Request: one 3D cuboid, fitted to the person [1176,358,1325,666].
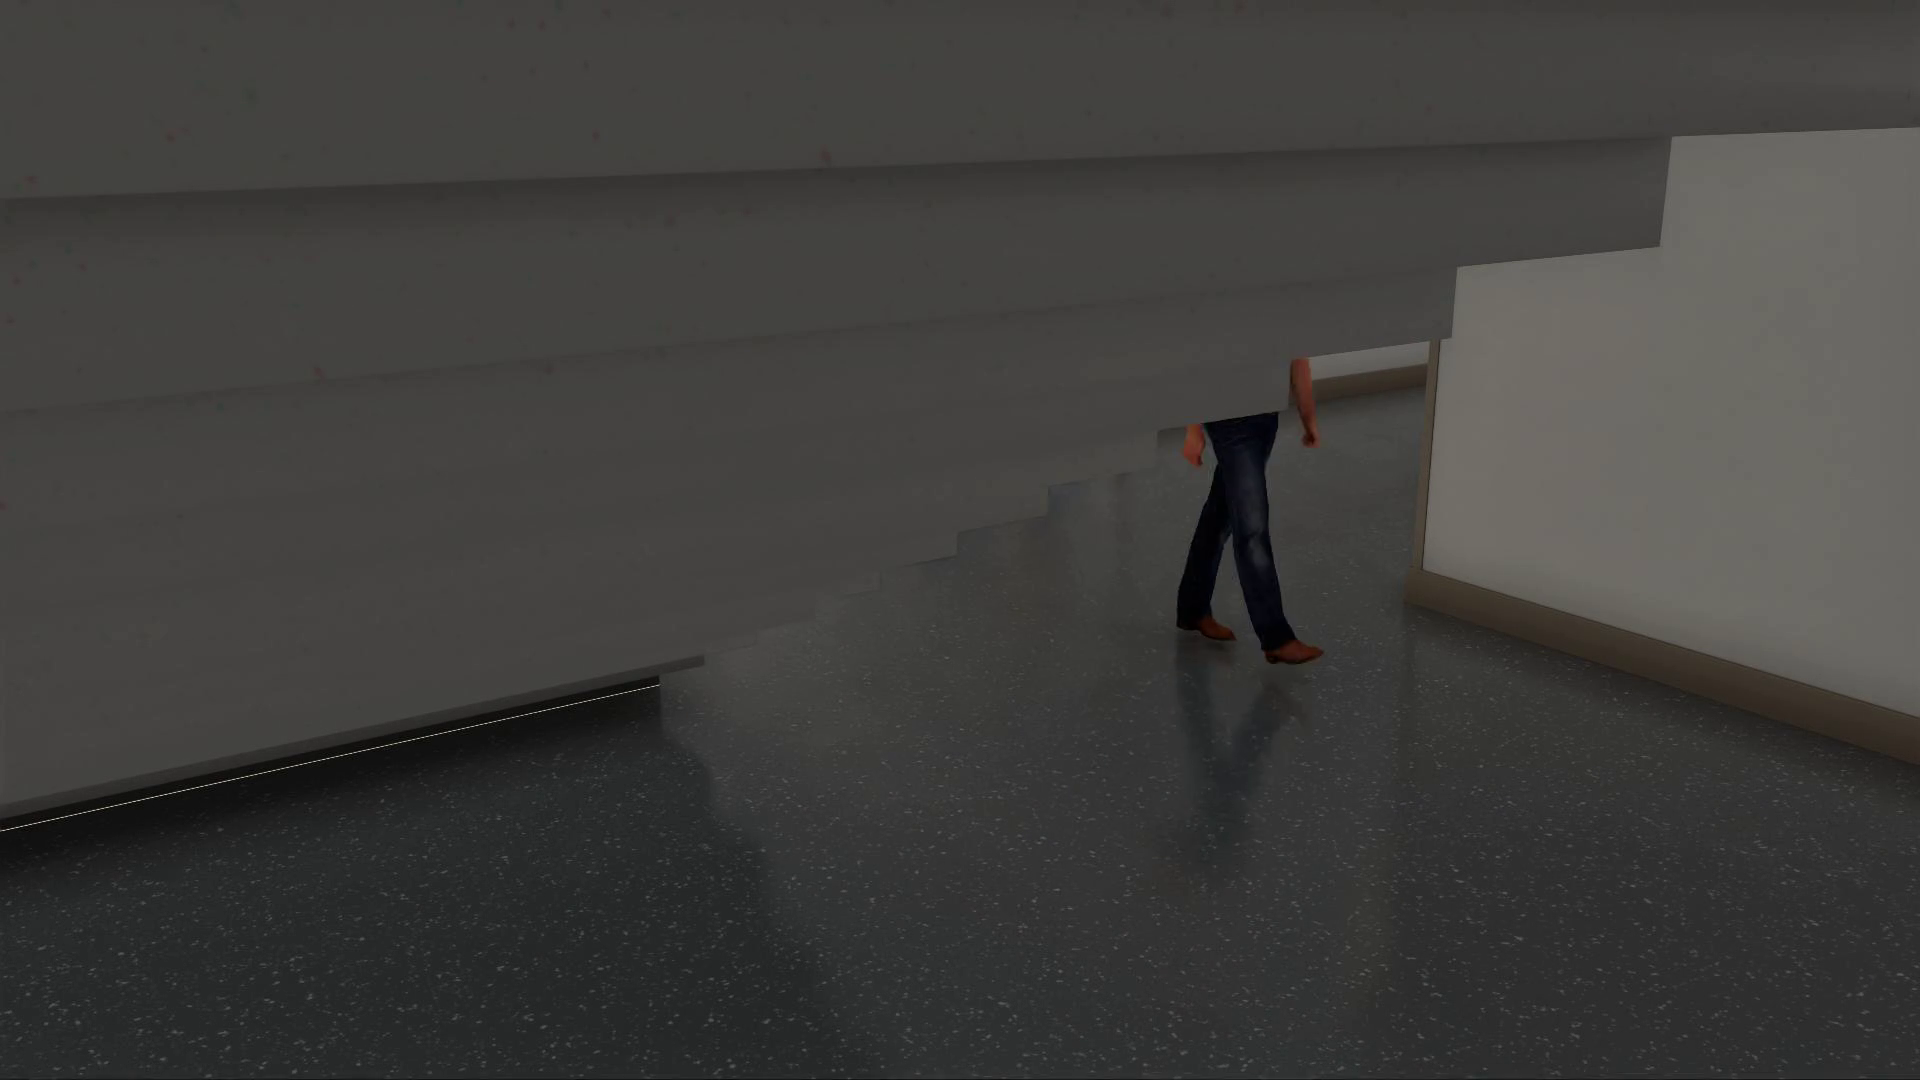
[{"bbox_3d":[1.043,-0.456,6.634,0.749,1.822,1.082,-13,20,-38],"label":"person"}]
